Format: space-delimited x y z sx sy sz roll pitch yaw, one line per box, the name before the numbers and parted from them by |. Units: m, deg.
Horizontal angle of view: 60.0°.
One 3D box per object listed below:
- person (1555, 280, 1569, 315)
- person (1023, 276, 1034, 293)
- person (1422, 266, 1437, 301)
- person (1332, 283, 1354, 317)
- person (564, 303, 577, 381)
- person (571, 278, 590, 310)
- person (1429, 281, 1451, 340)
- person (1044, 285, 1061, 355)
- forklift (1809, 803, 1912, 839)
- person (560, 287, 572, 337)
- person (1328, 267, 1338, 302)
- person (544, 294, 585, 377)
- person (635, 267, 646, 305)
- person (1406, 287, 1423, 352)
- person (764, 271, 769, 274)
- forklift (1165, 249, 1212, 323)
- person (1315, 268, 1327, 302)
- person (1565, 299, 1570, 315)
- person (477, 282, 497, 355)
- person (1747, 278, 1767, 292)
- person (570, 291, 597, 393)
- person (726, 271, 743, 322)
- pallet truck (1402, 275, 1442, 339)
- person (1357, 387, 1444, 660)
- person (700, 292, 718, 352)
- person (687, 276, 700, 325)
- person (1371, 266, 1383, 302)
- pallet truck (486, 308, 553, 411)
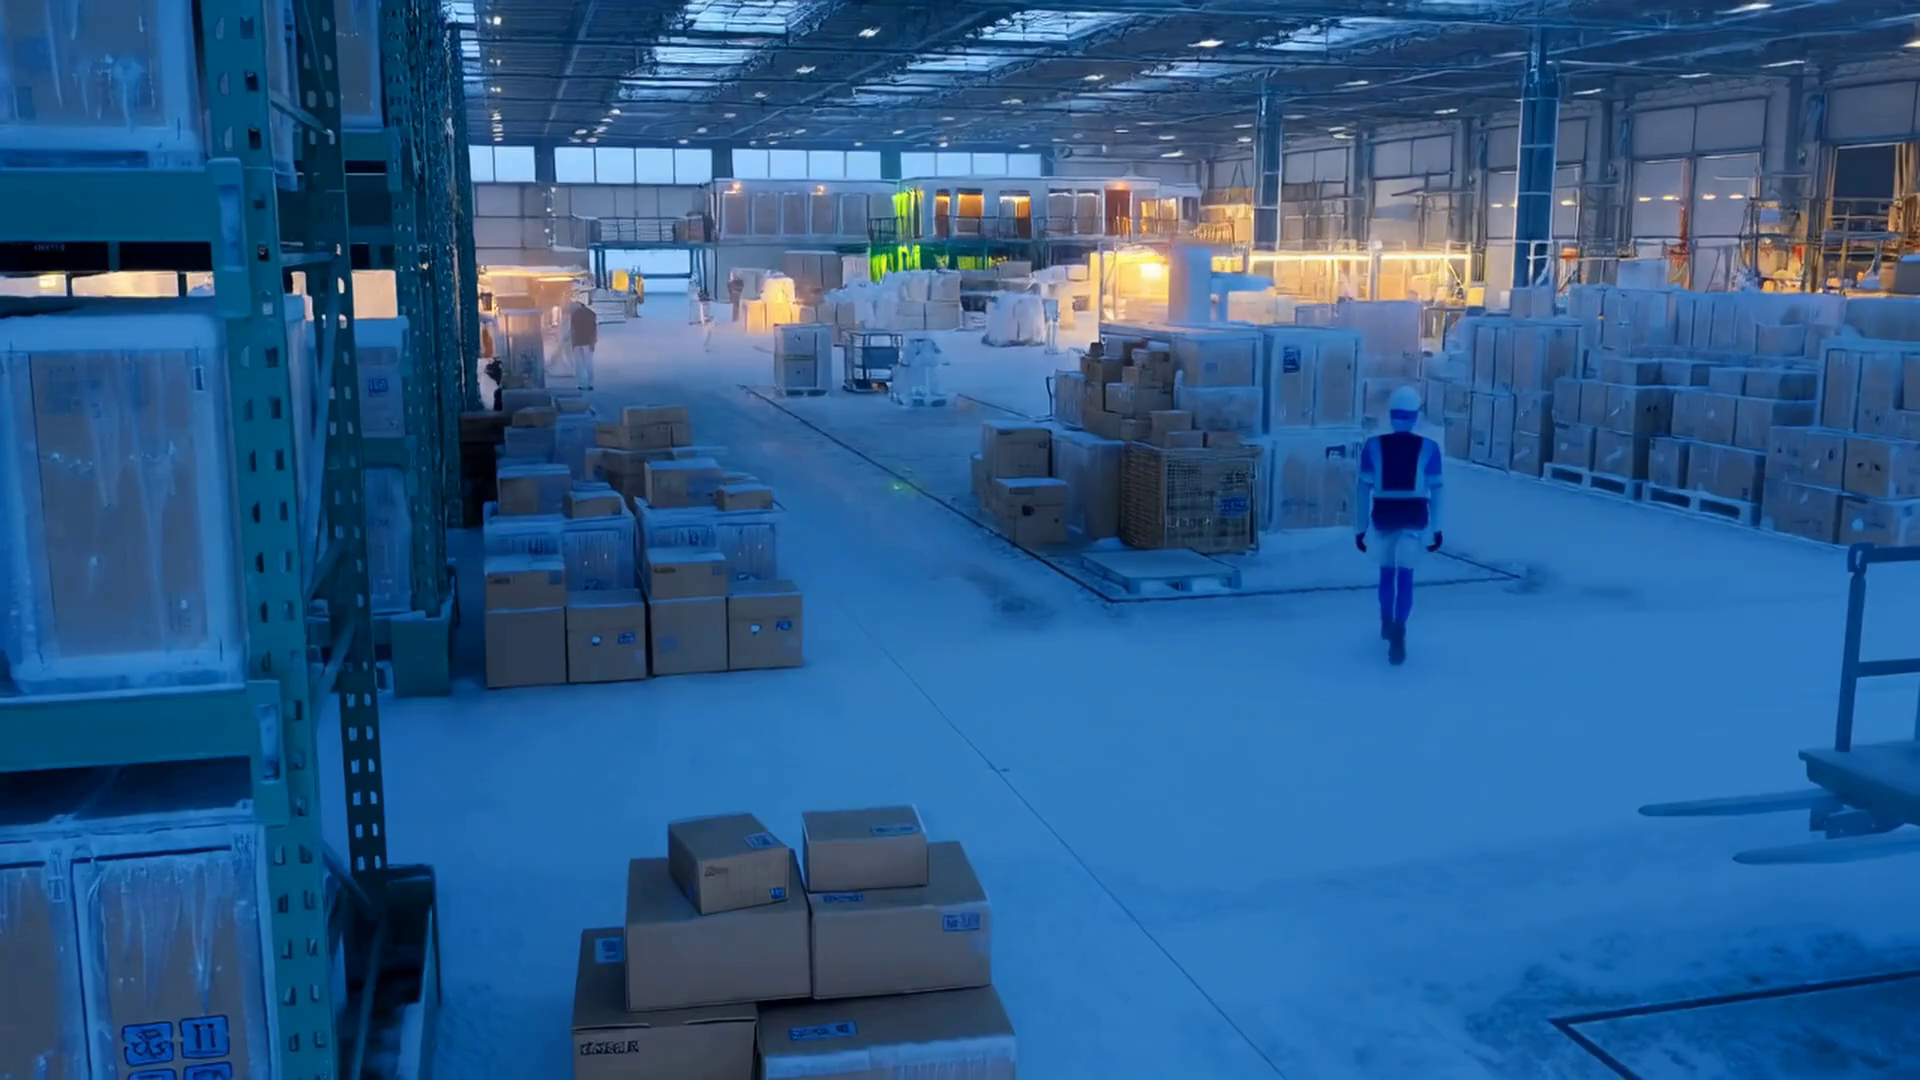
person | 17.297 -6.552 48.013 0.779 1.918 0.633 -2 10 -10
person | 2.266 -7.870 55.616 0.991 1.877 0.599 -5 11 -26
person | 20.973 -11.240 74.375 0.616 1.978 0.429 1 10 3
person | 9.122 -5.009 38.911 0.900 2.000 0.704 -2 10 -10
person | -8.289 -4.250 35.686 0.559 1.676 0.346 8 13 39
person | -11.443 -6.951 50.270 0.548 1.910 0.736 -1 10 -5
person | 14.716 -6.999 50.862 0.840 1.806 0.620 -5 11 -26
person | 2.458 -5.829 44.082 0.509 1.860 0.334 7 12 34
forklift | 5.170 0.110 7.552 1.873 2.768 1.129 -3 10 -15
person | -12.447 -7.163 52.384 0.558 1.594 0.720 -8 13 -39
person | 17.601 -11.909 78.437 0.977 1.890 0.558 4 11 22
person | -8.658 -4.413 36.101 1.008 1.825 0.676 -7 12 -35
person | -15.752 -12.495 81.869 0.506 1.841 0.346 7 12 36
person | 10.900 -5.092 39.804 0.498 1.911 0.677 3 10 16
person | -7.983 -10.223 68.956 0.589 1.870 1.042 -1 10 -3
forklift | 3.214 -2.746 23.725 1.873 2.768 1.129 -3 10 -15
person | 17.208 -12.066 79.482 0.619 1.836 0.431 10 14 44
person | 15.636 -5.512 42.166 0.591 1.904 0.817 -2 10 -9
person | -12.548 -5.867 44.063 0.545 1.938 0.359 -6 12 -31
person | 24.185 -6.986 50.520 0.605 1.886 0.888 4 11 23
person | -7.408 -3.884 32.668 0.612 1.997 0.376 5 11 28
person | -8.590 -9.276 63.377 0.641 1.924 0.925 -1 10 -6
pallet truck | 14.620 -7.324 52.145 0.823 1.965 1.885 8 13 40
person | 3.109 -0.130 11.742 0.574 1.888 0.990 3 11 18
person | -6.862 -5.927 45.267 0.522 1.619 0.607 3 10 16
person | -9.784 -8.801 61.162 0.326 1.769 0.524 10 14 43
person | 20.134 -12.287 80.475 0.616 1.920 0.829 -3 11 -17
pallet truck | -6.242 -2.418 24.362 0.823 1.965 1.885 1 10 3
